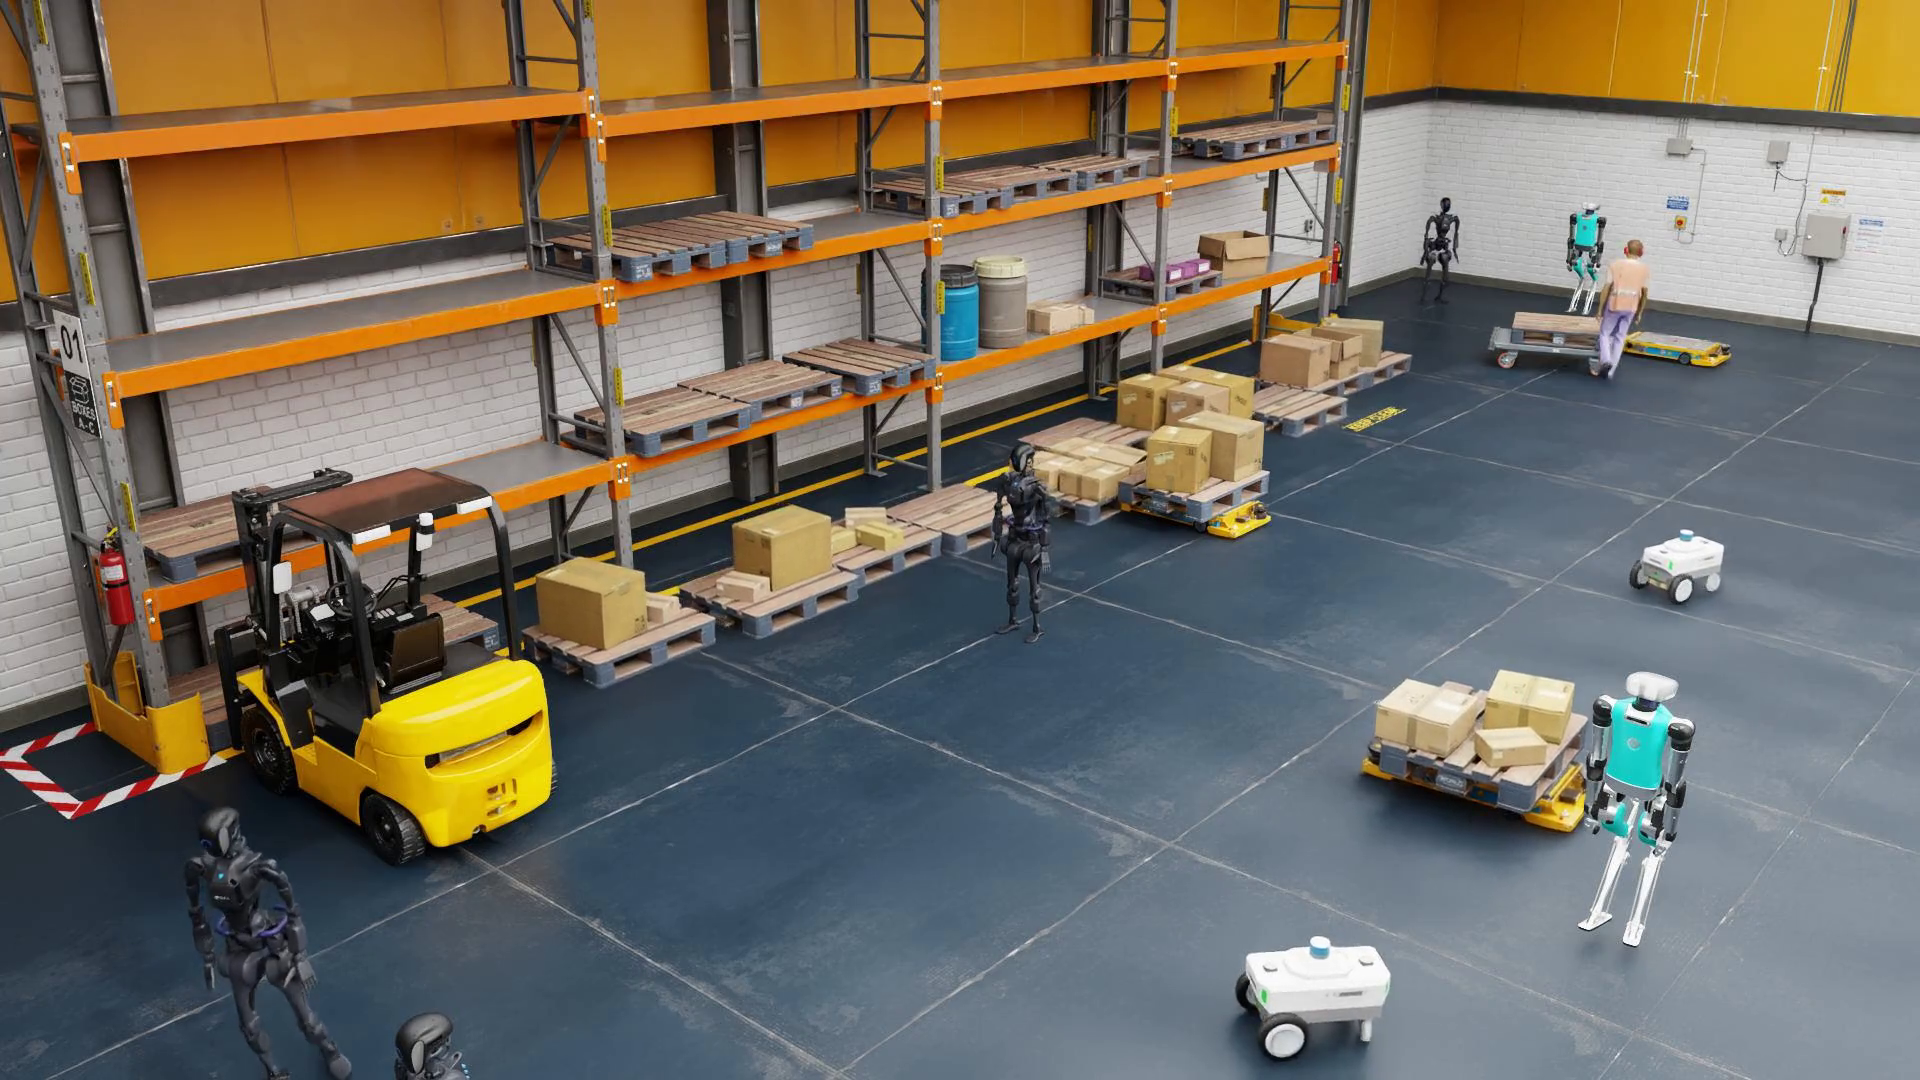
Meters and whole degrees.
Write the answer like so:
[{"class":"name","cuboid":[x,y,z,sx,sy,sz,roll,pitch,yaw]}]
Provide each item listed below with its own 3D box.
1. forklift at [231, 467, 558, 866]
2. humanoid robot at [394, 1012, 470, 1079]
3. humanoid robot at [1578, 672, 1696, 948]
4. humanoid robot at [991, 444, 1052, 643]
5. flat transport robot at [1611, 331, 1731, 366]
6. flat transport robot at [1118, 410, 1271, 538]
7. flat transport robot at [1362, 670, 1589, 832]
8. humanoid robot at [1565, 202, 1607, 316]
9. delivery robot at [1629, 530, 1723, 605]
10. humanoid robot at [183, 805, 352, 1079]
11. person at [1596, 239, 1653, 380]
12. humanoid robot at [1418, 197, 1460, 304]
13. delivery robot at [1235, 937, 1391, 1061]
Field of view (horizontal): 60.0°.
[{"class":"forklift","cuboid":[-3.730,0.710,10.856,2.313,2.155,1.214,17,26,38]},{"class":"humanoid robot","cuboid":[-2.005,2.567,6.542,0.599,1.657,0.315,17,26,38]},{"class":"humanoid robot","cuboid":[3.828,1.447,9.317,0.533,1.677,0.735,17,26,38]},{"class":"humanoid robot","cuboid":[0.515,0.018,13.449,0.599,1.657,0.315,17,26,38]},{"class":"flat transport robot","cuboid":[9.639,-2.604,22.606,1.431,0.231,0.659,17,26,38]},{"class":"flat transport robot","cuboid":[2.289,-0.330,16.444,1.431,0.231,0.659,17,26,38]},{"class":"flat transport robot","cuboid":[3.540,1.574,11.287,1.431,0.231,0.659,14,25,34]},{"class":"humanoid robot","cuboid":[9.290,-4.178,24.559,0.533,1.677,0.735,17,26,38]},{"class":"delivery robot","cuboid":[6.301,0.221,14.560,0.804,0.610,0.499,-10,23,-26]},{"class":"humanoid robot","cuboid":[-3.404,1.981,8.148,0.592,1.639,0.477,2,20,6]},{"class":"person","cuboid":[8.459,-2.922,21.242,0.630,1.804,0.569,3,20,7]},{"class":"humanoid robot","cuboid":[7.367,-4.446,25.565,0.606,1.638,0.363,-3,20,-7]},{"class":"delivery robot","cuboid":[1.841,2.362,8.740,0.768,0.597,0.524,-2,20,-6]}]
